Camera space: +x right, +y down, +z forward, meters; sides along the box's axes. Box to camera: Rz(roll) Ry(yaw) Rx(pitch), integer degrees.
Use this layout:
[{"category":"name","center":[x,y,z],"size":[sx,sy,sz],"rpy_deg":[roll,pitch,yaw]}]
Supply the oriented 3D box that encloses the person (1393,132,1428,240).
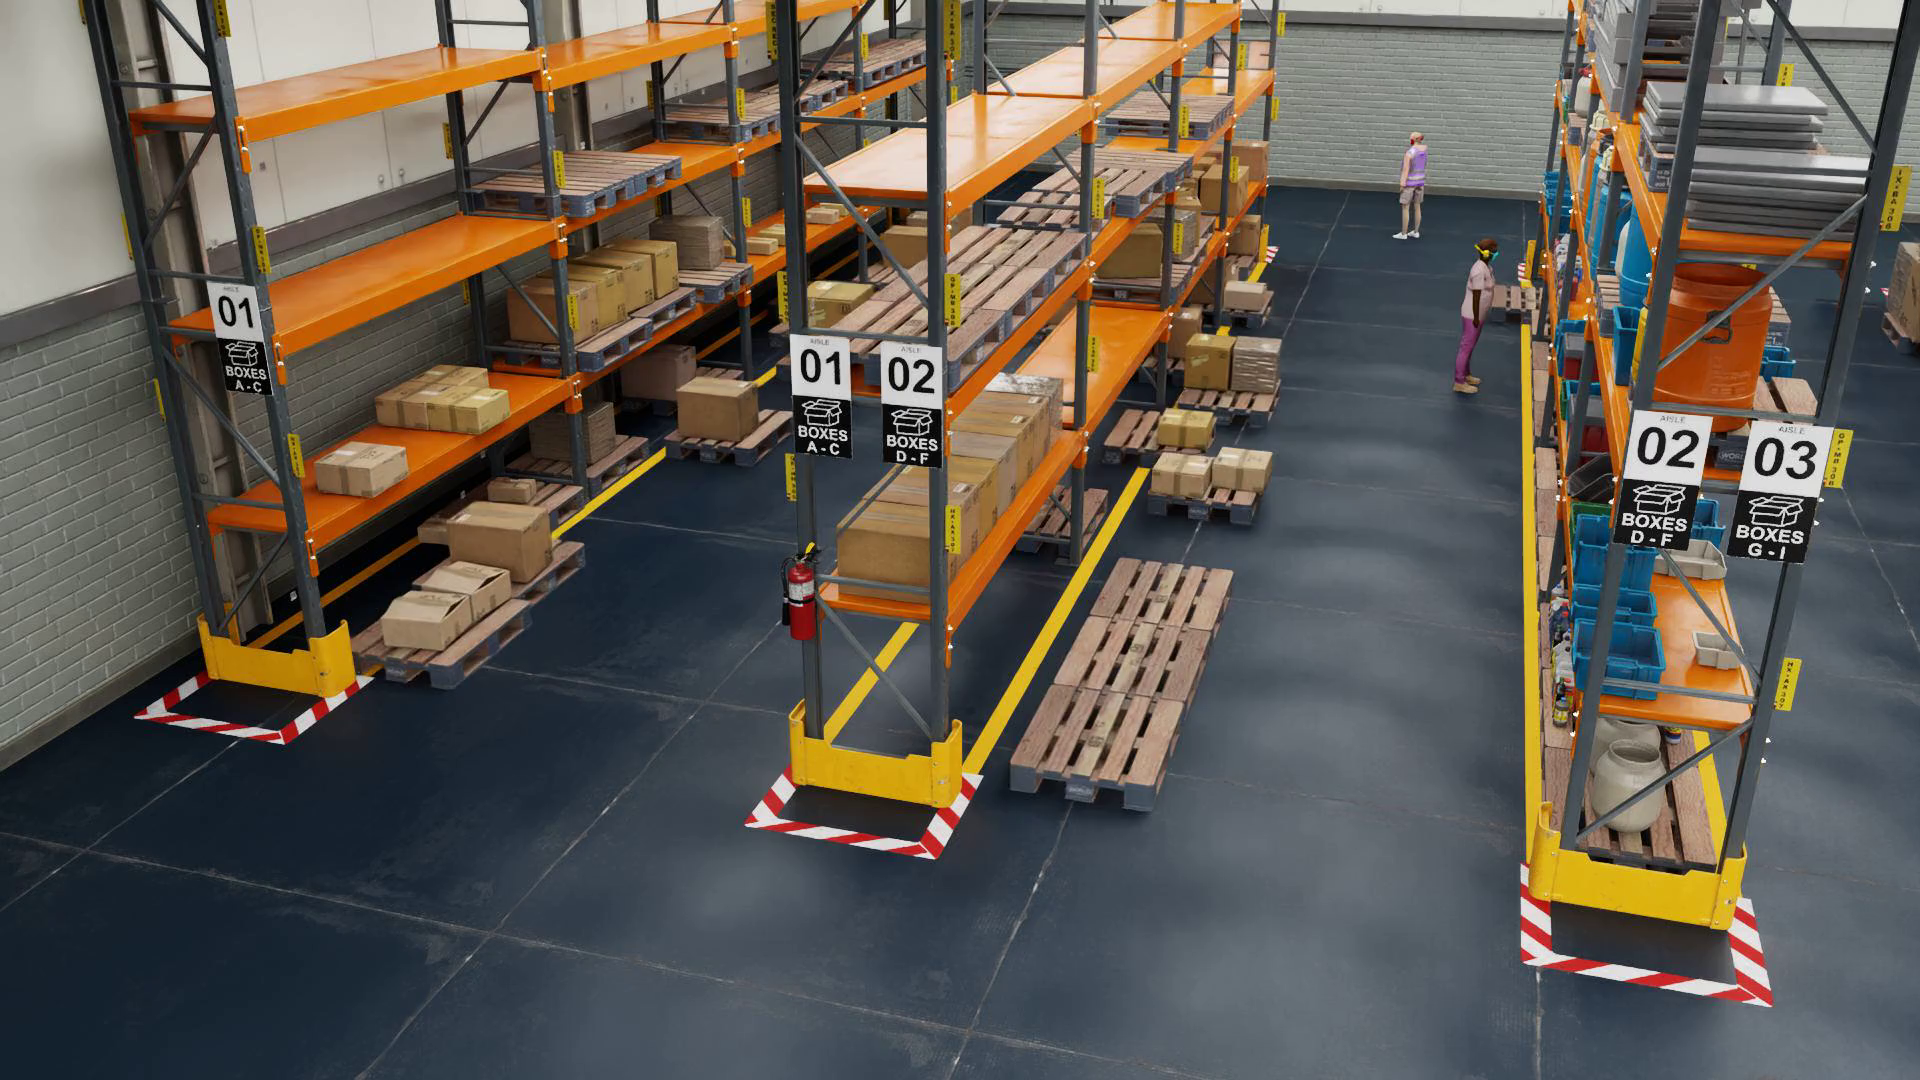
[{"category":"person","center":[7.182,-5.619,26.414],"size":[0.491,1.688,0.347],"rpy_deg":[-14,27,-29]}]

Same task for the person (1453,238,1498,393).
[{"category":"person","center":[5.998,-2.618,19.323],"size":[0.337,1.794,0.505],"rpy_deg":[9,25,20]}]
